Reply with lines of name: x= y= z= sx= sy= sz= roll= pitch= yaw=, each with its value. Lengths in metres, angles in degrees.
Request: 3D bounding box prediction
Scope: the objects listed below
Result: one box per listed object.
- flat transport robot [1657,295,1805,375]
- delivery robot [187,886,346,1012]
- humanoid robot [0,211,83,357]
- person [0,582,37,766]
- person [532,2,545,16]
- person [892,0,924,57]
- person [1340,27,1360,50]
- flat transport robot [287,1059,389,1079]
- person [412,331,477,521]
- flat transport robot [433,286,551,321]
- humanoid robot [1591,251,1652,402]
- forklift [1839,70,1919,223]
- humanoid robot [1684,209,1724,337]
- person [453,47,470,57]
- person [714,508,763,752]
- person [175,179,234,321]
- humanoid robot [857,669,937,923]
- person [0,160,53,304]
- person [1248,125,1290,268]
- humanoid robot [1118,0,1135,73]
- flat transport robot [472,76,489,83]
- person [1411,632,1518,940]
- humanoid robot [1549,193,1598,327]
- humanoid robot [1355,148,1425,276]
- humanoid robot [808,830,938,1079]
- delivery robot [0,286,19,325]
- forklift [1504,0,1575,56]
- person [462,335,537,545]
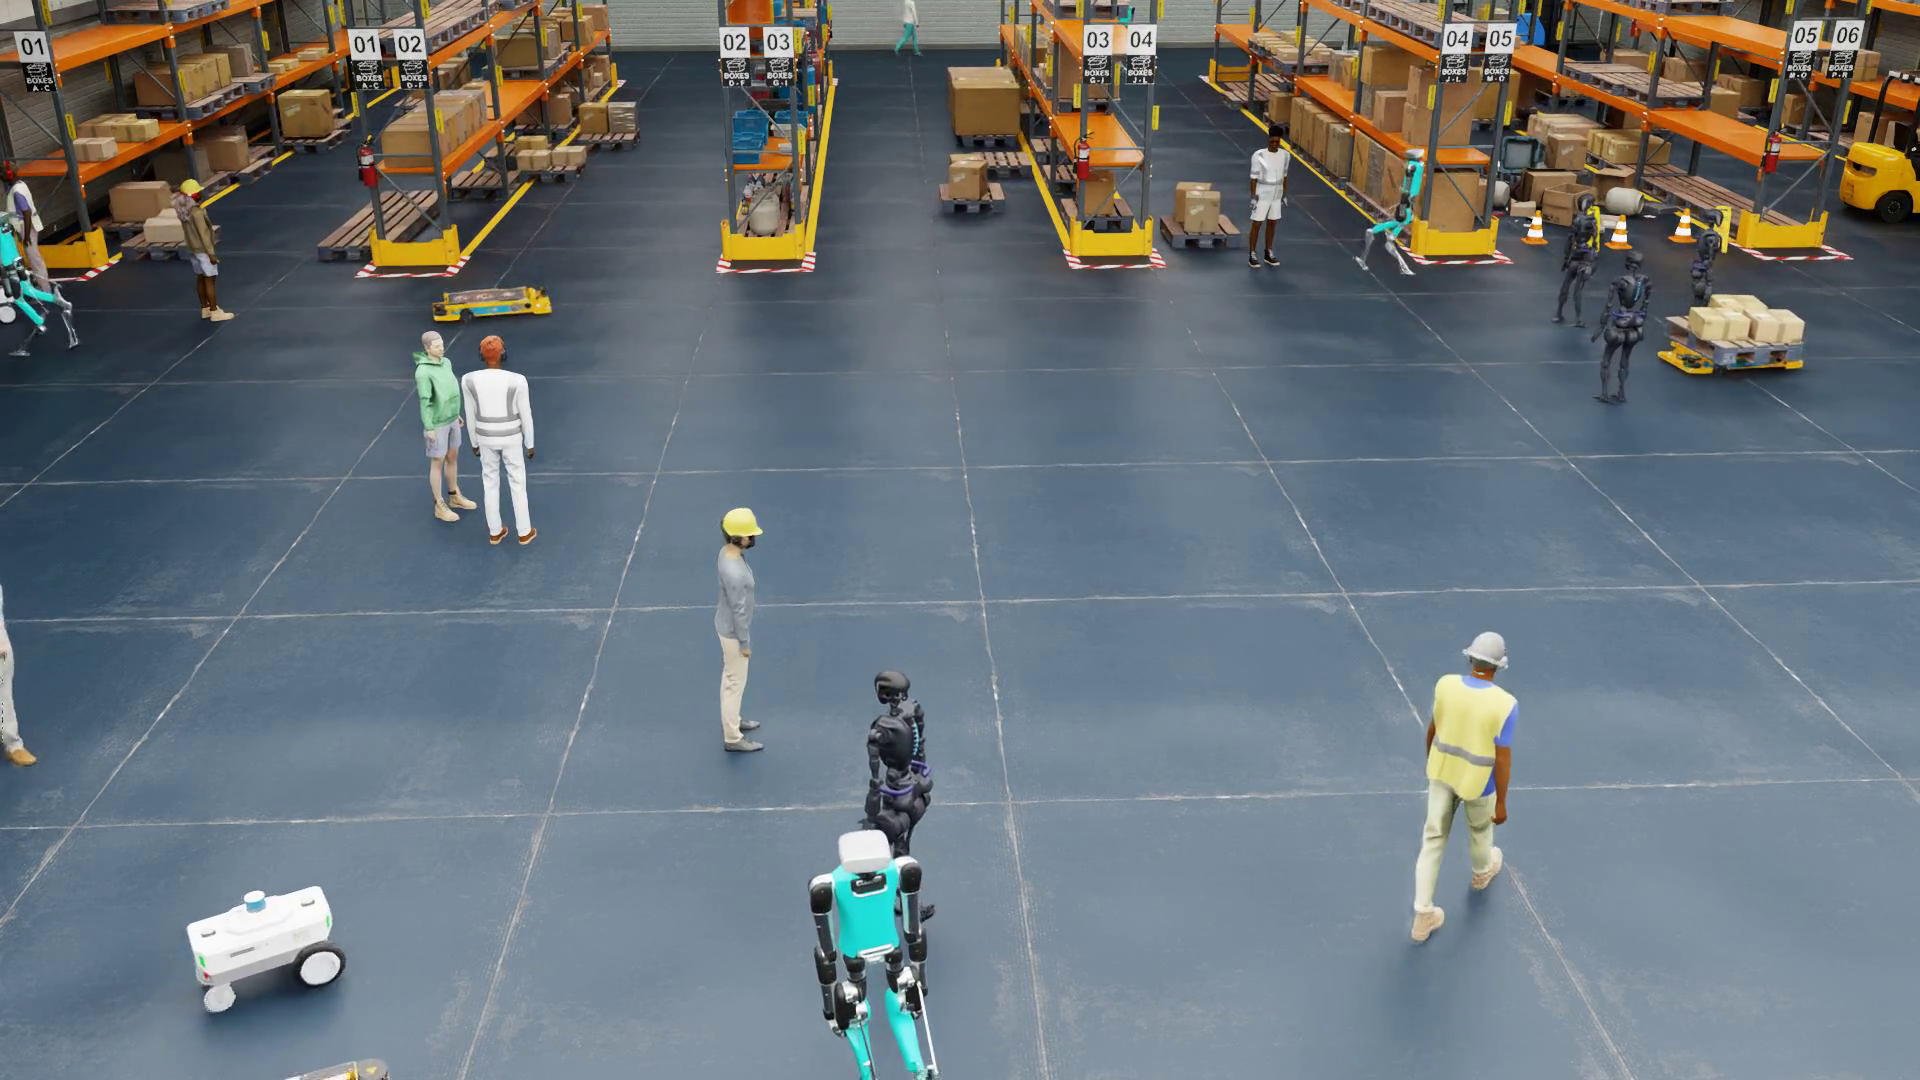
flat transport robot: x=8.927 y=-2.142 z=19.286 sx=1.431 sy=0.231 sz=0.659 roll=-4 pitch=24 yaw=-9
delivery robot: x=-3.823 y=2.199 z=9.165 sx=0.764 sy=0.582 sz=0.499 roll=-14 pitch=28 yaw=-29
humanoid robot: x=-10.710 y=-2.938 z=19.329 sx=1.016 sy=1.773 sz=0.534 roll=-1 pitch=24 yaw=-2
person: x=-6.514 y=0.611 z=11.166 sx=0.696 sy=1.858 sz=0.374 roll=21 pitch=31 yaw=39
person: x=-10.423 y=-12.707 z=41.061 sx=0.529 sy=1.864 sz=0.358 roll=6 pitch=25 yaw=14
person: x=-1.333 y=-13.145 z=42.229 sx=0.842 sy=1.722 sz=0.512 roll=-8 pitch=25 yaw=-17
person: x=9.788 y=-12.805 z=41.415 sx=0.944 sy=1.745 sz=0.622 roll=-5 pitch=24 yaw=-11
flat transport robot: x=-3.426 y=2.926 z=7.898 sx=1.431 sy=0.231 sz=0.659 roll=-10 pitch=26 yaw=-22
person: x=-4.680 y=-1.045 z=15.006 sx=0.338 sy=1.742 sz=0.480 roll=8 pitch=25 yaw=17
flat transport robot: x=-5.979 y=-3.016 z=21.249 sx=1.431 sy=0.231 sz=0.659 roll=-7 pitch=25 yaw=-14
humanoid robot: x=7.132 y=-2.301 z=17.902 sx=0.600 sy=1.650 sz=0.334 roll=-7 pitch=25 yaw=-15
forklift: x=15.132 y=-6.143 z=25.915 sx=2.313 sy=2.155 sz=1.214 roll=-1 pitch=24 yaw=-2
humanoid robot: x=8.845 y=-3.107 z=19.723 sx=0.378 sy=1.654 sz=0.601 roll=7 pitch=25 yaw=16
person: x=-11.350 y=-11.074 z=37.602 sx=0.531 sy=1.692 sz=0.319 roll=0 pitch=24 yaw=-1
person: x=-1.486 y=0.599 z=11.305 sx=0.357 sy=1.754 sz=0.513 roll=-5 pitch=24 yaw=-11
person: x=-9.472 y=-3.606 z=20.733 sx=0.537 sy=1.765 sz=0.401 roll=21 pitch=32 yaw=39
humanoid robot: x=-0.292 y=1.478 z=9.423 sx=0.458 sy=1.637 sz=0.616 roll=13 pitch=27 yaw=27
person: x=-12.048 y=-3.981 z=21.479 sx=0.389 sy=1.845 sz=0.562 roll=-14 pitch=28 yaw=-29
person: x=4.298 y=-4.789 z=23.156 sx=0.600 sy=1.959 sz=0.370 roll=-9 pitch=26 yaw=-20
humanoid robot: x=3.798 y=-11.981 z=39.578 sx=0.551 sy=1.738 sz=0.977 roll=-16 pitch=29 yaw=-32
flat transport robot: x=-10.615 y=-10.352 z=37.732 sx=0.659 sy=0.231 sz=1.431 roll=-1 pitch=24 yaw=-2
person: x=2.924 y=1.342 z=9.525 sx=0.560 sy=1.834 sz=0.985 roll=18 pitch=30 yaw=35
humanoid robot: x=7.632 y=-3.444 z=20.488 sx=0.336 sy=1.649 sz=0.585 roll=-7 pitch=25 yaw=-15
humanoid robot: x=5.863 y=-4.531 z=22.874 sx=0.953 sy=1.771 sz=0.532 roll=14 pitch=27 yaw=28
humanoid robot: x=-0.349 y=2.277 z=7.675 sx=0.551 sy=1.892 sz=0.740 roll=-8 pitch=25 yaw=-17
delivery robot: x=-12.182 y=-2.957 z=20.785 sx=0.783 sy=0.611 sz=0.519 roll=-14 pitch=28 yaw=-28
forklift: x=14.700 y=-13.805 z=42.301 sx=1.873 sy=2.768 sz=1.129 roll=-1 pitch=24 yaw=-2
person: x=-3.973 y=-0.854 z=14.423 sx=0.564 sy=1.878 sz=0.352 roll=-1 pitch=24 yaw=-2
